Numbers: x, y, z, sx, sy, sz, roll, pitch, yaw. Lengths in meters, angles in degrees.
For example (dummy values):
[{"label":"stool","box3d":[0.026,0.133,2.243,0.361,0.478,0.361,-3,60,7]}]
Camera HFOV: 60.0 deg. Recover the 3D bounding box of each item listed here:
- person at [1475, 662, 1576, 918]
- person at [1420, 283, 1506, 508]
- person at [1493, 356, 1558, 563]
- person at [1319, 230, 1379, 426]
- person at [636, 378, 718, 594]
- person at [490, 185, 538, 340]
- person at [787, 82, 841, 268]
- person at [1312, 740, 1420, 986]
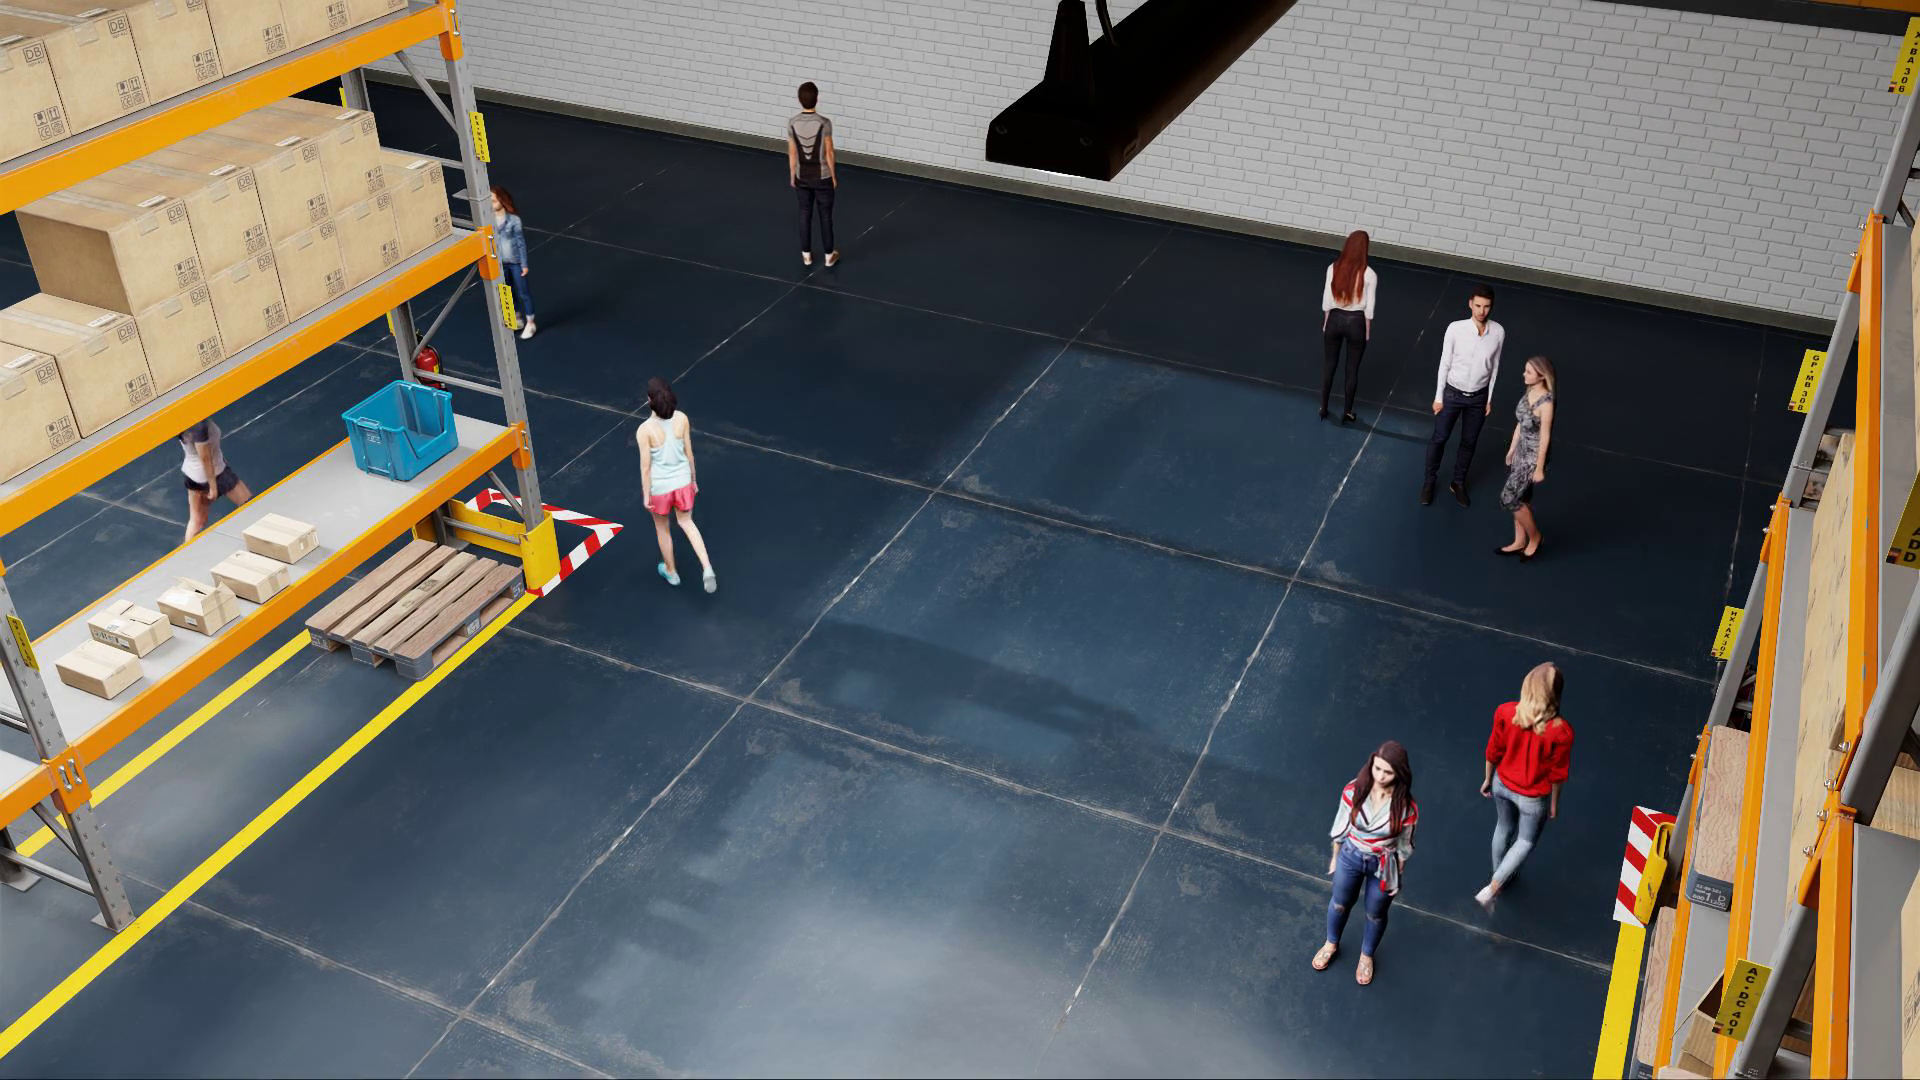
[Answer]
[{"label":"person","box3d":[3.126,1.441,9.330,0.757,1.695,0.944,24,41,32]},{"label":"person","box3d":[3.969,-1.158,13.084,0.698,1.868,0.694,2,34,3]},{"label":"person","box3d":[4.345,-0.601,12.413,0.746,1.683,0.675,0,34,0]},{"label":"person","box3d":[3.283,-1.796,14.138,0.589,1.763,0.498,16,37,22]},{"label":"person","box3d":[-2.049,-0.340,11.960,1.008,1.750,0.938,-22,40,-30]},{"label":"person","box3d":[-4.222,-2.634,15.659,0.581,1.476,0.522,12,35,17]},{"label":"person","box3d":[-1.484,-3.702,16.887,0.695,1.895,0.651,5,34,7]},{"label":"person","box3d":[2.212,1.726,8.976,0.586,1.614,0.505,16,37,22]}]
